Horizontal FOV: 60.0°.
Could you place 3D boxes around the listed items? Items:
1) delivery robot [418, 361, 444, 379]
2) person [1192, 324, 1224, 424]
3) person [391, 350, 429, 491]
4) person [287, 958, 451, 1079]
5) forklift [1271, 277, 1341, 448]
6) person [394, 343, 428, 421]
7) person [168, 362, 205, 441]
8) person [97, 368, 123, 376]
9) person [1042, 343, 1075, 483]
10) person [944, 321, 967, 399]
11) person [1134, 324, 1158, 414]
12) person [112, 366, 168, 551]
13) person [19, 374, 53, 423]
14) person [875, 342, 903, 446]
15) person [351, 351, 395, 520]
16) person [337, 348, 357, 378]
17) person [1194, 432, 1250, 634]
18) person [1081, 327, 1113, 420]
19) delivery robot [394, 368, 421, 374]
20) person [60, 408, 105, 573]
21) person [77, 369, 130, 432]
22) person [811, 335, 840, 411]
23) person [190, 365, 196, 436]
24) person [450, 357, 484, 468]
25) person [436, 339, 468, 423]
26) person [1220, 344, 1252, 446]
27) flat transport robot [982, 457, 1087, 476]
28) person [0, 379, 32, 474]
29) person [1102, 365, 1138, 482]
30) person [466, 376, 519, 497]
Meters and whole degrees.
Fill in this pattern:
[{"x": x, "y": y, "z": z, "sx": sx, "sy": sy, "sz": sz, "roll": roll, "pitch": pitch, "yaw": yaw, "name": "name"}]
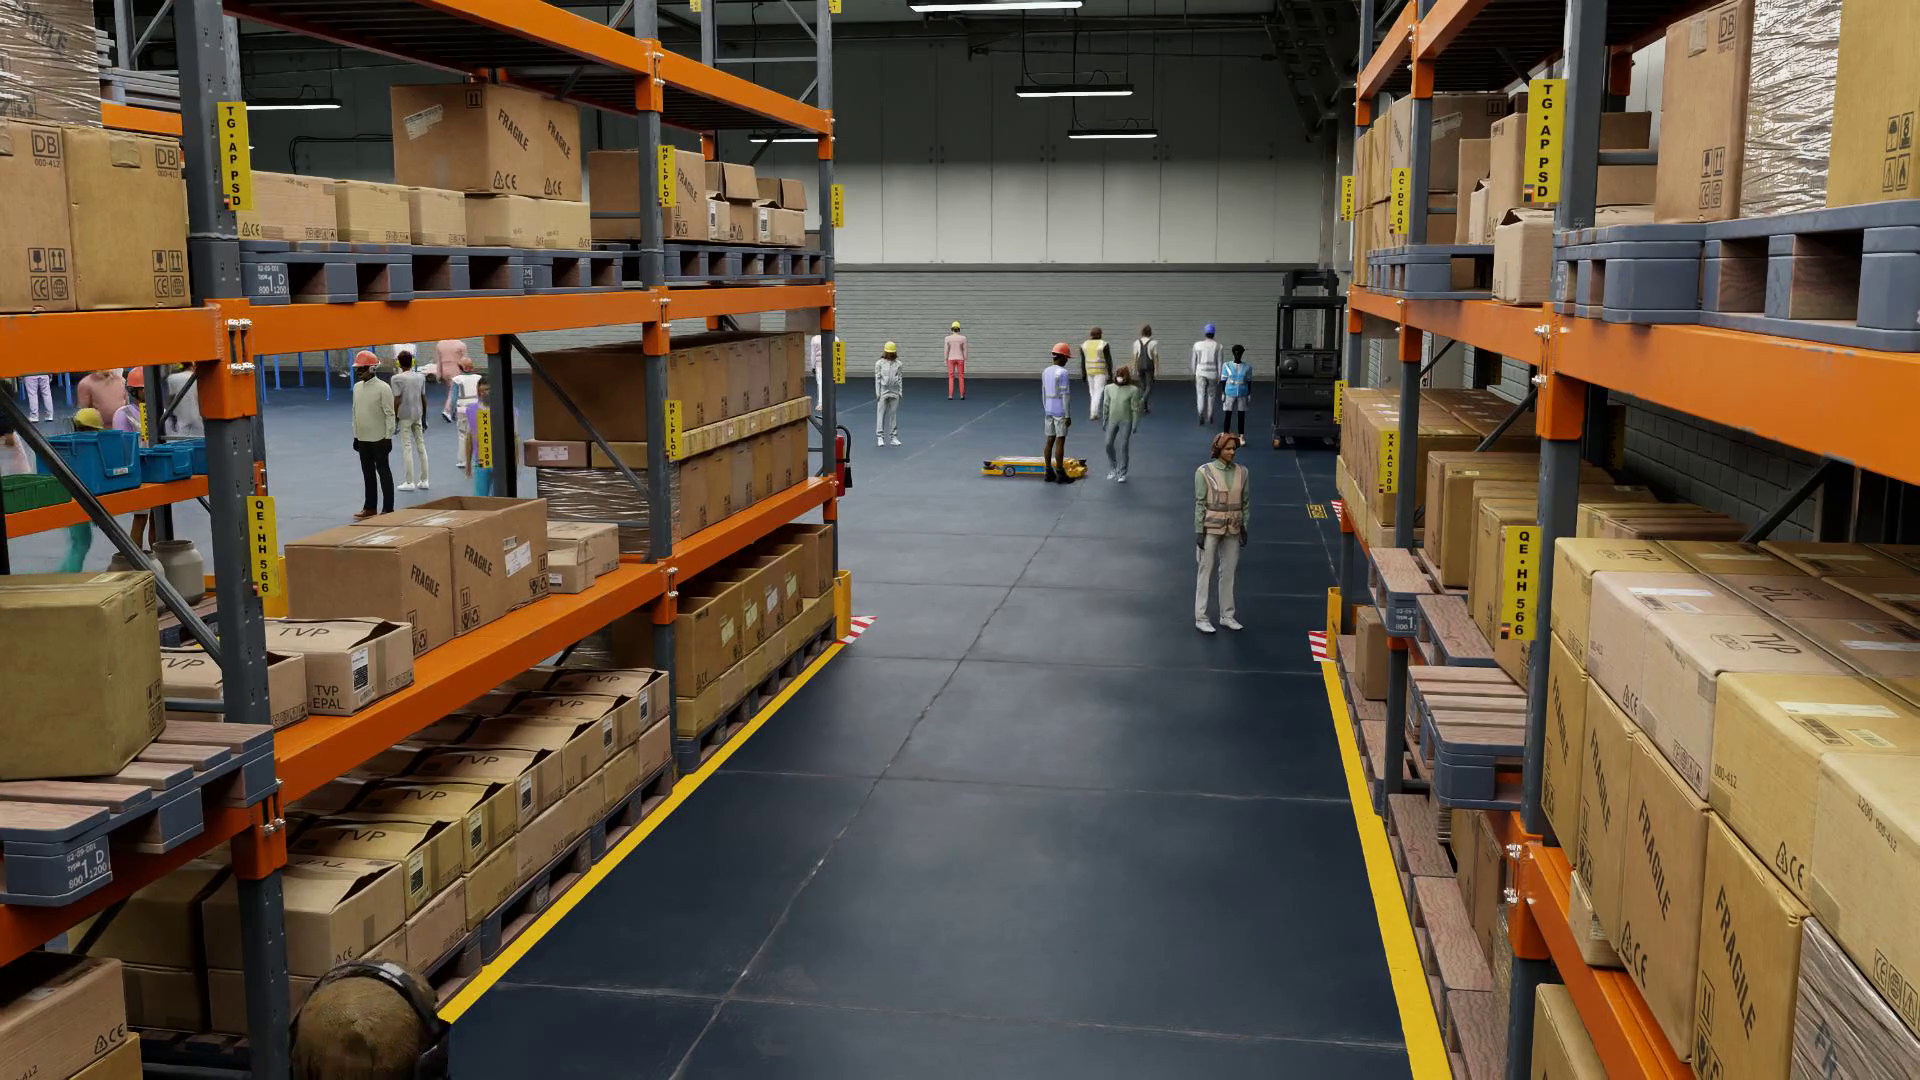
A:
[{"x": -13.915, "y": -4.463, "z": 43.757, "sx": 0.707, "sy": 0.478, "sz": 0.477, "roll": 5, "pitch": 11, "yaw": 29, "name": "delivery robot"}, {"x": 4.716, "y": -3.162, "z": 31.723, "sx": 0.599, "sy": 1.923, "sz": 0.900, "roll": 2, "pitch": 9, "yaw": 11, "name": "person"}, {"x": -7.365, "y": -1.600, "z": 22.231, "sx": 0.331, "sy": 1.866, "sz": 0.513, "roll": 8, "pitch": 12, "yaw": 40, "name": "person"}, {"x": -0.853, "y": 1.555, "z": 2.584, "sx": 0.659, "sy": 1.921, "sz": 0.547, "roll": 1, "pitch": 9, "yaw": 6, "name": "person"}, {"x": 5.847, "y": -3.016, "z": 27.970, "sx": 1.129, "sy": 2.768, "sz": 1.873, "roll": 1, "pitch": 9, "yaw": 9, "name": "forklift"}, {"x": -10.793, "y": -3.226, "z": 32.394, "sx": 0.899, "sy": 1.824, "sz": 0.544, "roll": 7, "pitch": 12, "yaw": 37, "name": "person"}, {"x": -10.418, "y": -1.629, "z": 22.482, "sx": 0.558, "sy": 1.844, "sz": 0.656, "roll": -3, "pitch": 10, "yaw": -19, "name": "person"}, {"x": -13.029, "y": -2.144, "z": 25.477, "sx": 0.407, "sy": 1.902, "sz": 0.639, "roll": -7, "pitch": 11, "yaw": -35, "name": "person"}, {"x": 1.370, "y": -1.764, "z": 23.046, "sx": 0.377, "sy": 1.928, "sz": 0.542, "roll": -6, "pitch": 11, "yaw": -32, "name": "person"}, {"x": -0.097, "y": -4.082, "z": 37.840, "sx": 0.533, "sy": 1.767, "sz": 0.325, "roll": 0, "pitch": 9, "yaw": -3, "name": "person"}, {"x": 3.781, "y": -3.491, "z": 34.010, "sx": 0.516, "sy": 1.830, "sz": 0.706, "roll": 4, "pitch": 10, "yaw": 26, "name": "person"}, {"x": -7.531, "y": -0.592, "z": 15.459, "sx": 0.378, "sy": 2.044, "sz": 0.607, "roll": 2, "pitch": 9, "yaw": 14, "name": "person"}, {"x": -17.876, "y": -3.227, "z": 32.135, "sx": 0.400, "sy": 1.907, "sz": 0.645, "roll": 7, "pitch": 11, "yaw": 35, "name": "person"}, {"x": -1.182, "y": -2.454, "z": 27.894, "sx": 0.484, "sy": 1.735, "sz": 0.310, "roll": -4, "pitch": 10, "yaw": -24, "name": "person"}, {"x": -6.862, "y": -1.207, "z": 19.401, "sx": 0.626, "sy": 1.992, "sz": 0.387, "roll": 5, "pitch": 11, "yaw": 29, "name": "person"}, {"x": -16.836, "y": -5.392, "z": 45.503, "sx": 0.648, "sy": 1.902, "sz": 0.606, "roll": 6, "pitch": 11, "yaw": 33, "name": "person"}, {"x": 2.113, "y": -0.063, "z": 13.475, "sx": 0.508, "sy": 1.629, "sz": 0.314, "roll": -4, "pitch": 10, "yaw": -23, "name": "person"}, {"x": 2.717, "y": -3.311, "z": 32.932, "sx": 0.629, "sy": 1.839, "sz": 0.566, "roll": 7, "pitch": 11, "yaw": 36, "name": "person"}, {"x": -14.296, "y": -4.345, "z": 43.026, "sx": 0.707, "sy": 0.478, "sz": 0.477, "roll": 4, "pitch": 10, "yaw": 24, "name": "delivery robot"}, {"x": -7.663, "y": -0.282, "z": 14.507, "sx": 0.562, "sy": 1.726, "sz": 0.457, "roll": 7, "pitch": 12, "yaw": 38, "name": "person"}, {"x": -11.178, "y": -1.512, "z": 21.725, "sx": 0.656, "sy": 1.862, "sz": 1.014, "roll": -8, "pitch": 12, "yaw": -42, "name": "person"}, {"x": -2.821, "y": -3.657, "z": 35.131, "sx": 0.641, "sy": 1.812, "sz": 0.620, "roll": -1, "pitch": 9, "yaw": -6, "name": "person"}, {"x": -11.901, "y": -2.109, "z": 25.855, "sx": 0.576, "sy": 1.695, "sz": 0.903, "roll": 7, "pitch": 12, "yaw": 38, "name": "person"}, {"x": -7.320, "y": -1.894, "z": 24.756, "sx": 0.517, "sy": 1.639, "sz": 0.330, "roll": -7, "pitch": 12, "yaw": -37, "name": "person"}, {"x": -9.868, "y": -3.243, "z": 32.361, "sx": 0.657, "sy": 1.872, "sz": 0.946, "roll": 3, "pitch": 10, "yaw": 19, "name": "person"}, {"x": 4.621, "y": -2.423, "z": 27.828, "sx": 0.532, "sy": 1.695, "sz": 0.319, "roll": 0, "pitch": 9, "yaw": 0, "name": "person"}, {"x": 1.079, "y": -1.067, "z": 23.970, "sx": 1.431, "sy": 0.197, "sz": 0.652, "roll": 2, "pitch": 9, "yaw": 11, "name": "flat transport robot"}, {"x": -11.886, "y": -1.394, "z": 20.714, "sx": 0.642, "sy": 1.937, "sz": 1.008, "roll": 4, "pitch": 10, "yaw": 25, "name": "person"}, {"x": 2.217, "y": -1.610, "z": 23.045, "sx": 0.514, "sy": 1.619, "sz": 0.371, "roll": 3, "pitch": 10, "yaw": 19, "name": "person"}, {"x": -4.898, "y": -0.823, "z": 17.510, "sx": 0.596, "sy": 1.834, "sz": 0.552, "roll": 2, "pitch": 9, "yaw": 10, "name": "person"}]
